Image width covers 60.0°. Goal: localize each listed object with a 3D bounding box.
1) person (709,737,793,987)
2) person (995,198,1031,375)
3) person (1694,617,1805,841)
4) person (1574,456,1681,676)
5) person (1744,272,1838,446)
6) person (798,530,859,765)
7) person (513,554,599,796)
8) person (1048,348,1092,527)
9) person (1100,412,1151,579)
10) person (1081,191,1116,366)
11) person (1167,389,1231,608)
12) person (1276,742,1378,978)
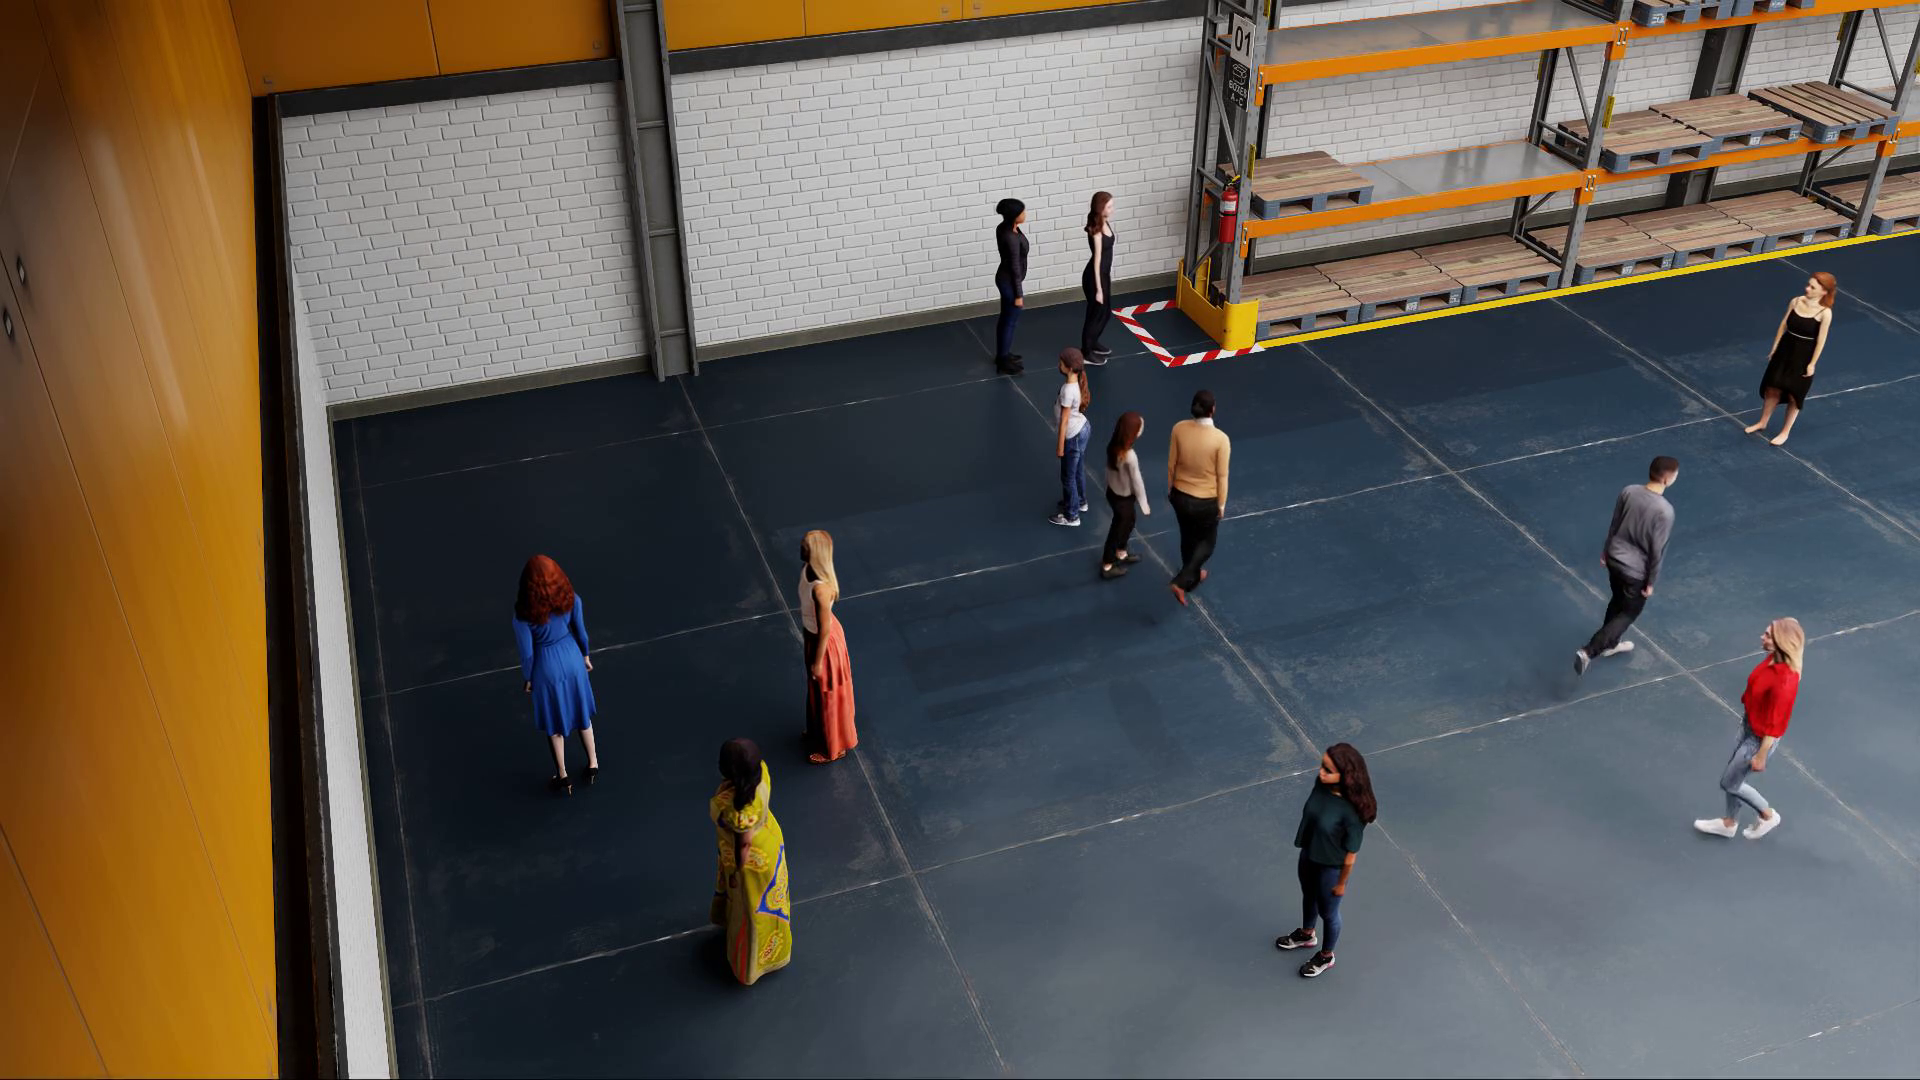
[{"bbox_3d":[-1.200,1.771,9.489,0.949,1.660,0.972,1,34,2],"label":"person"},{"bbox_3d":[0.457,-2.397,15.679,0.589,1.747,0.656,-6,34,-8],"label":"person"},{"bbox_3d":[5.013,1.226,10.285,0.851,1.686,0.791,7,34,11],"label":"person"},{"bbox_3d":[4.684,0.217,11.755,1.031,1.738,0.744,-19,38,-26],"label":"person"},{"bbox_3d":[7.359,-1.617,14.616,0.620,1.625,0.616,-19,38,-26],"label":"person"},{"bbox_3d":[-0.902,0.691,10.984,0.606,1.803,0.643,-7,34,-11],"label":"person"},{"bbox_3d":[-2.585,0.874,10.687,0.570,1.828,0.721,-19,38,-26],"label":"person"},{"bbox_3d":[0.917,-0.861,13.538,0.667,1.561,0.617,11,35,16],"label":"person"},{"bbox_3d":[1.183,-0.313,12.791,0.616,1.474,0.569,-11,35,-16],"label":"person"},{"bbox_3d":[1.296,-2.499,15.841,0.697,1.738,0.668,8,35,12],"label":"person"},{"bbox_3d":[1.731,-0.282,12.513,0.953,1.731,1.055,22,40,30],"label":"person"},{"bbox_3d":[2.093,1.806,9.475,0.591,1.617,0.598,-13,36,-19],"label":"person"}]
